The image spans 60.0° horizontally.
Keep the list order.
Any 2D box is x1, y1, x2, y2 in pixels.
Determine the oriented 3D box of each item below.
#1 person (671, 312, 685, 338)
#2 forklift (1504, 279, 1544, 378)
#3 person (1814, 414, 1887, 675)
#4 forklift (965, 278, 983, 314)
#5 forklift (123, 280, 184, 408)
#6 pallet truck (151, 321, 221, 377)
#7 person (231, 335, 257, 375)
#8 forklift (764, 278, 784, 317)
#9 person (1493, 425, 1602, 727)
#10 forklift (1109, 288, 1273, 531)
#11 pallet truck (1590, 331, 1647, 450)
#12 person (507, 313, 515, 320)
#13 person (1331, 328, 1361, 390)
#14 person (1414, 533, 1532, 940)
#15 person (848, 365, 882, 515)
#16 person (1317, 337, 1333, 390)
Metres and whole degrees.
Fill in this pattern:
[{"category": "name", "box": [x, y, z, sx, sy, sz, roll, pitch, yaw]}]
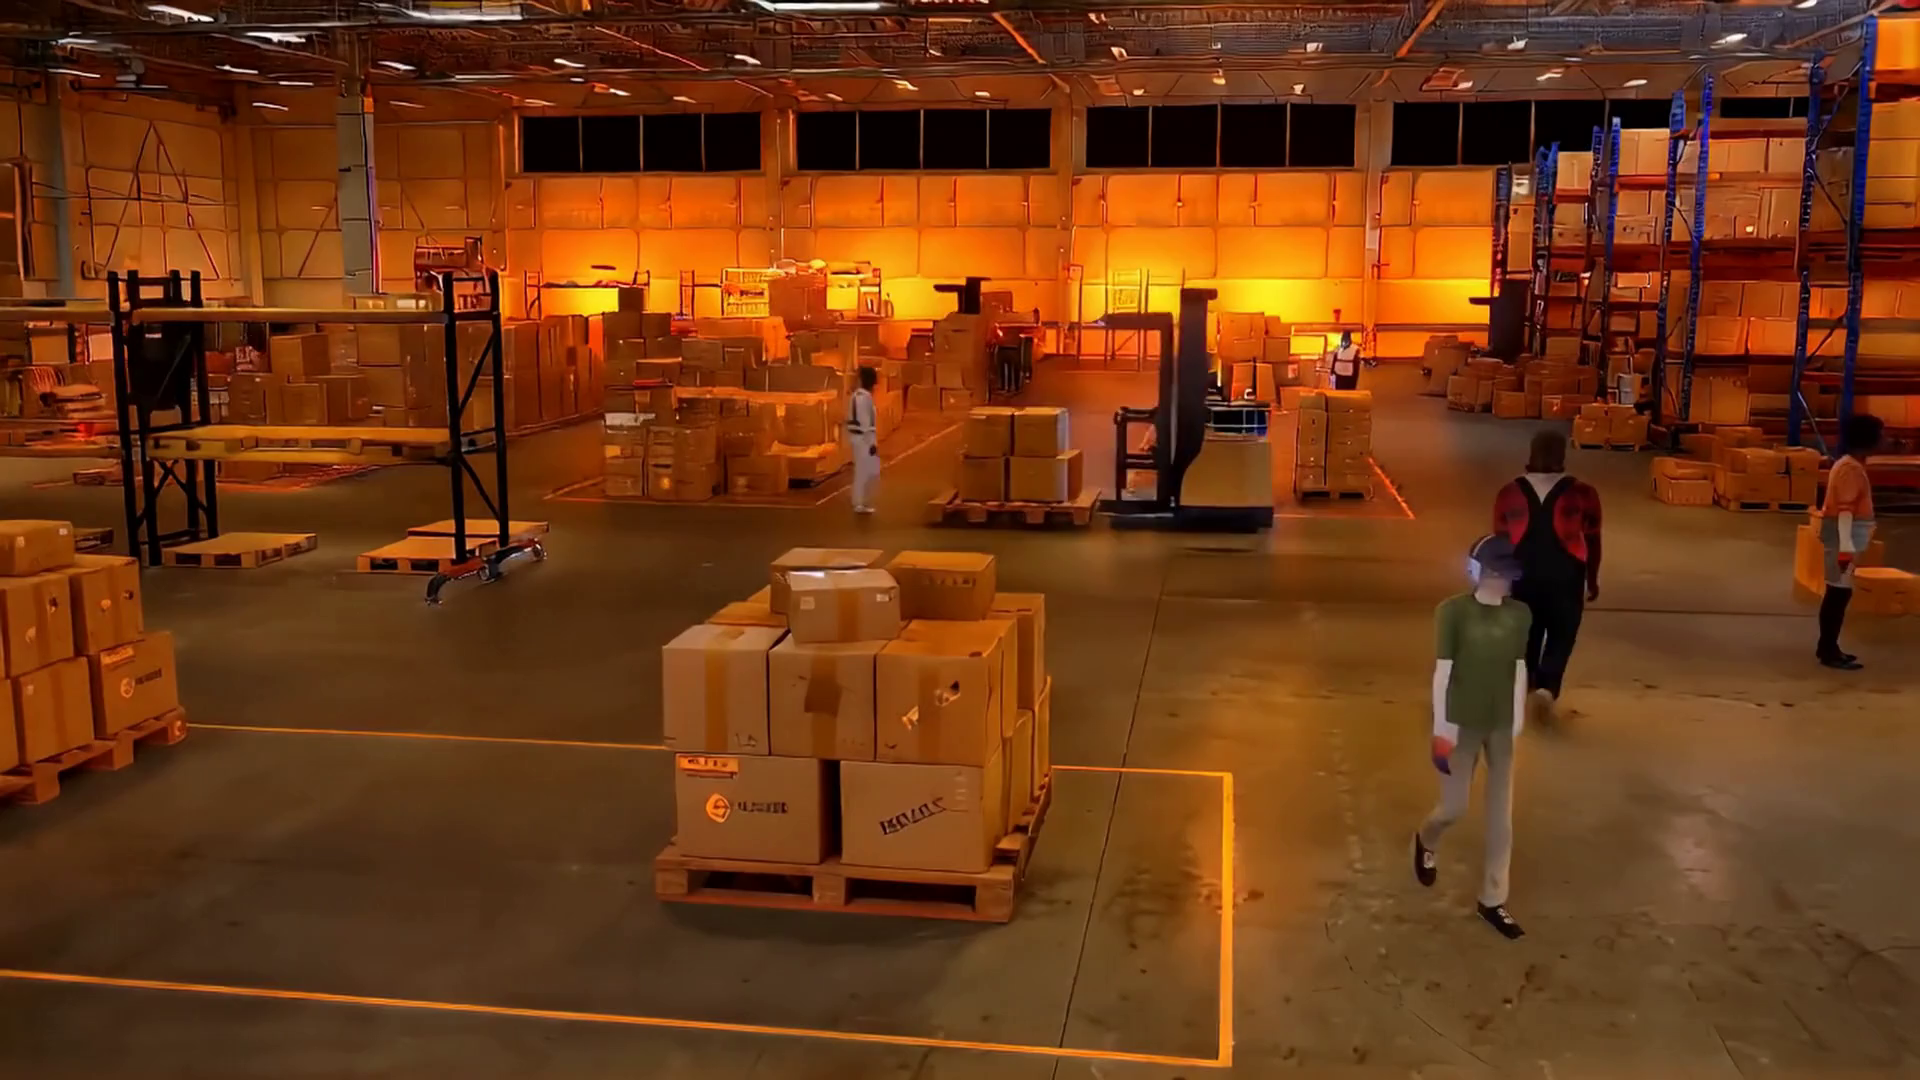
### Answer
[{"category": "person", "box": [-7.447, -5.140, 44.561, 0.645, 1.923, 0.559, 0, 9, -3]}, {"category": "forklift", "box": [12.710, -4.557, 38.017, 1.873, 2.768, 1.129, 4, 10, 25]}, {"category": "person", "box": [6.762, 0.021, 12.635, 0.401, 1.956, 0.652, 5, 11, 30]}, {"category": "forklift", "box": [0.374, -5.959, 46.667, 1.873, 2.768, 1.129, 1, 9, 9]}, {"category": "forklift", "box": [-18.101, -4.426, 37.210, 1.129, 2.768, 1.873, -6, 11, -32]}, {"category": "pallet truck", "box": [-21.869, -5.598, 47.154, 0.823, 1.965, 1.885, 4, 10, 26]}, {"category": "person", "box": [-15.850, -3.743, 36.880, 0.524, 1.613, 0.703, -1, 9, -9]}, {"category": "forklift", "box": [-4.701, -5.286, 42.518, 1.873, 2.768, 1.129, 0, 9, 0]}, {"category": "person", "box": [3.930, 0.210, 11.200, 0.683, 2.000, 0.883, 6, 11, 31]}, {"category": "forklift", "box": [2.756, -1.570, 19.597, 1.873, 2.768, 1.129, 1, 9, 9]}, {"category": "pallet truck", "box": [11.253, -2.573, 28.499, 0.823, 1.965, 1.885, 5, 10, 27]}, {"category": "person", "box": [-11.894, -5.028, 43.916, 0.743, 1.916, 0.633, 4, 10, 26]}, {"category": "person", "box": [7.619, -3.226, 32.814, 0.384, 1.910, 0.596, -8, 12, -41]}, {"category": "person", "box": [2.398, 0.864, 7.788, 0.523, 1.845, 0.766, -1, 9, -8]}, {"category": "person", "box": [-1.167, -1.224, 20.574, 0.445, 1.865, 0.570, 0, 9, -2]}, {"category": "person", "box": [7.664, -3.434, 34.912, 0.308, 1.641, 0.517, -2, 9, -10]}]
